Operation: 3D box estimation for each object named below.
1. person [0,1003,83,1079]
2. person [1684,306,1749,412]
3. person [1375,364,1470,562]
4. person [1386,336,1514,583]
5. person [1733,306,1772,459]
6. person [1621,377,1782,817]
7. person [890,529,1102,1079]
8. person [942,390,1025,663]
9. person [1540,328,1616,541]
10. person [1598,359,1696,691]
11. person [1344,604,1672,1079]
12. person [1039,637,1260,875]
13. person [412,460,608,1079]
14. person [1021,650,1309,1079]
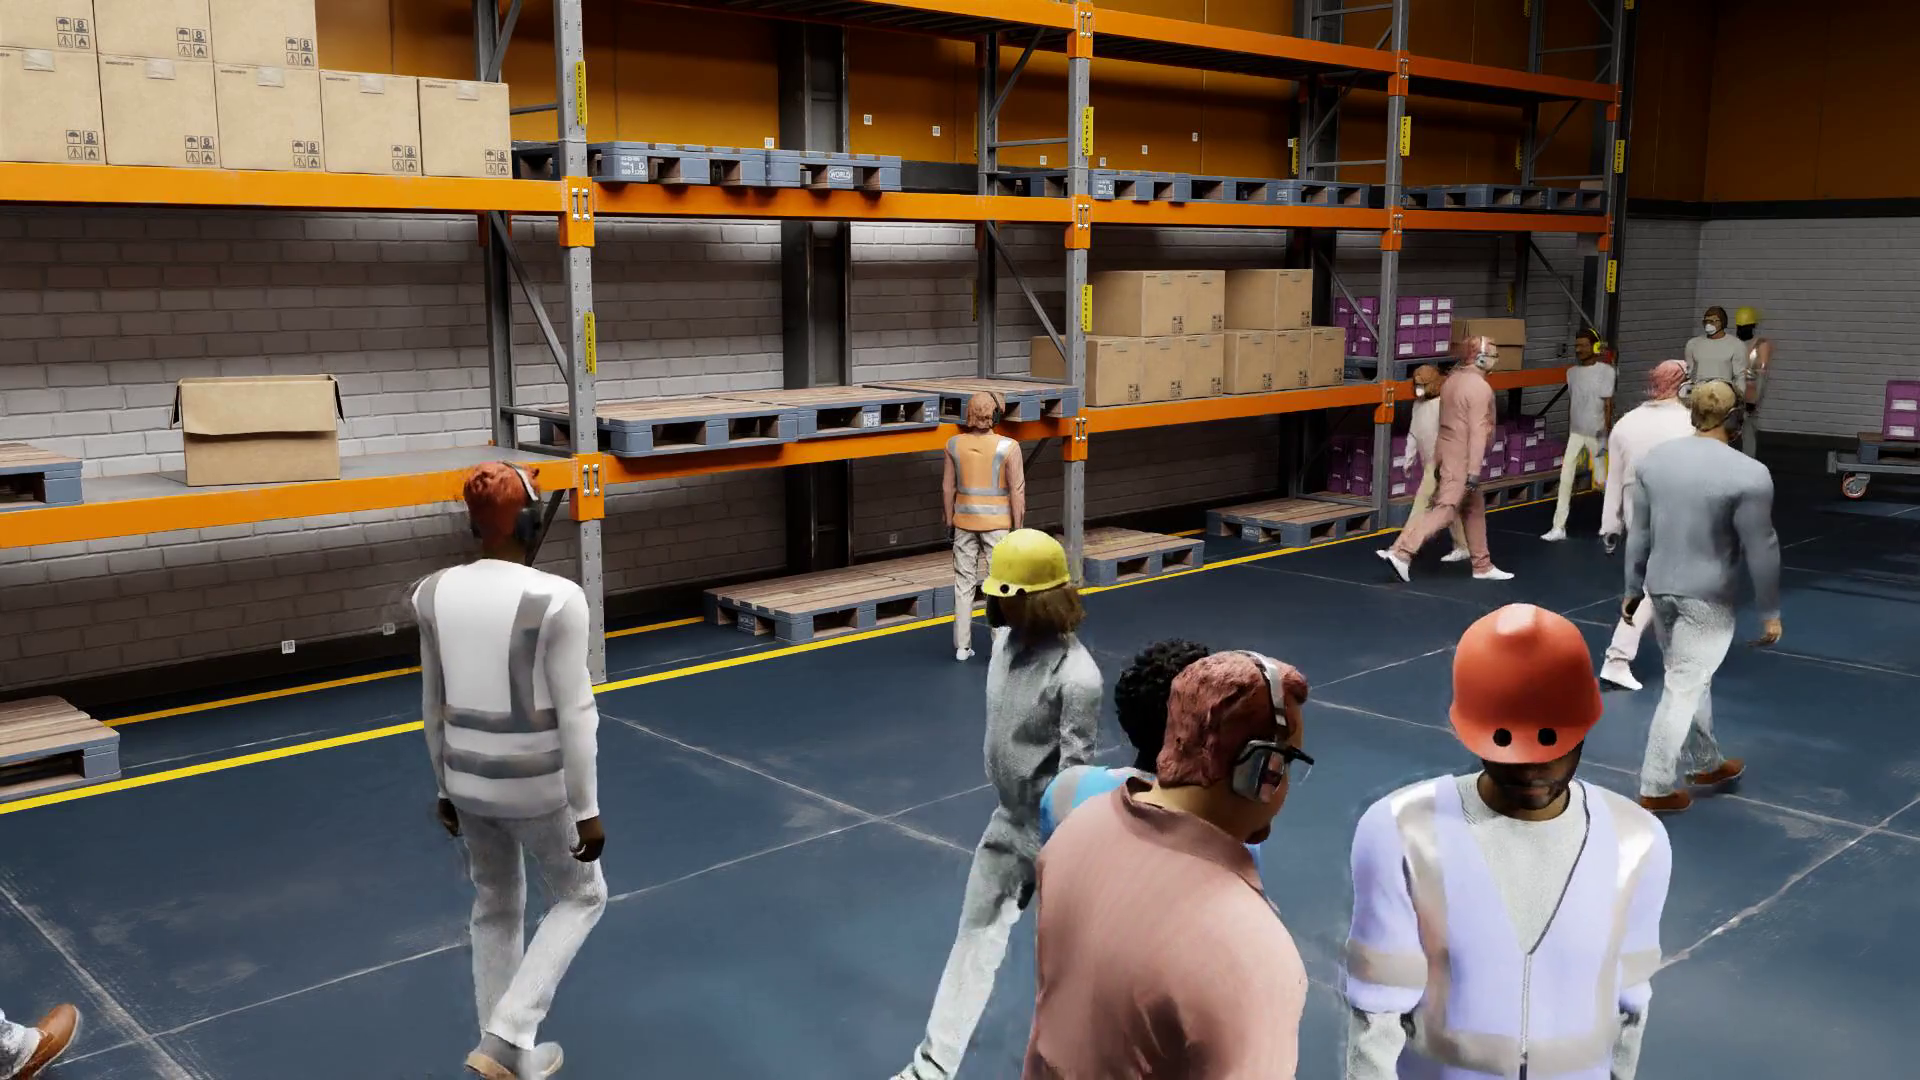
[{"bbox_3d":[-2.870,0.746,4.404,0.655,1.888,0.985,3,10,14],"label":"person"},{"bbox_3d":[7.470,-1.351,16.548,0.352,1.937,0.635,-9,13,-43],"label":"person"},{"bbox_3d":[3.704,-0.592,13.127,0.848,1.578,0.513,-2,10,-9],"label":"person"},{"bbox_3d":[3.662,-0.587,12.338,0.979,1.861,0.646,-1,10,-3],"label":"person"},{"bbox_3d":[8.196,-1.499,17.494,0.622,1.900,0.605,-4,11,-24],"label":"person"},{"bbox_3d":[3.315,0.249,7.260,0.882,1.906,0.661,-4,11,-24],"label":"person"},{"bbox_3d":[0.148,0.813,4.560,0.880,1.692,0.496,-6,11,-30],"label":"person"},{"bbox_3d":[0.141,-0.068,9.908,0.521,1.639,0.311,4,11,24],"label":"person"},{"bbox_3d":[5.441,-0.915,14.330,0.939,1.833,0.536,-7,12,-37],"label":"person"},{"bbox_3d":[3.974,-0.087,9.413,1.008,1.859,0.645,-4,11,-24],"label":"person"},{"bbox_3d":[0.916,1.005,2.905,0.540,1.893,0.906,1,10,4],"label":"person"},{"bbox_3d":[0.400,1.014,3.533,0.542,1.644,0.868,6,12,33],"label":"person"},{"bbox_3d":[-1.258,0.704,4.722,0.608,1.866,0.435,4,11,24],"label":"person"},{"bbox_3d":[0.246,1.074,2.645,0.980,1.845,0.715,-3,10,-15],"label":"person"}]
